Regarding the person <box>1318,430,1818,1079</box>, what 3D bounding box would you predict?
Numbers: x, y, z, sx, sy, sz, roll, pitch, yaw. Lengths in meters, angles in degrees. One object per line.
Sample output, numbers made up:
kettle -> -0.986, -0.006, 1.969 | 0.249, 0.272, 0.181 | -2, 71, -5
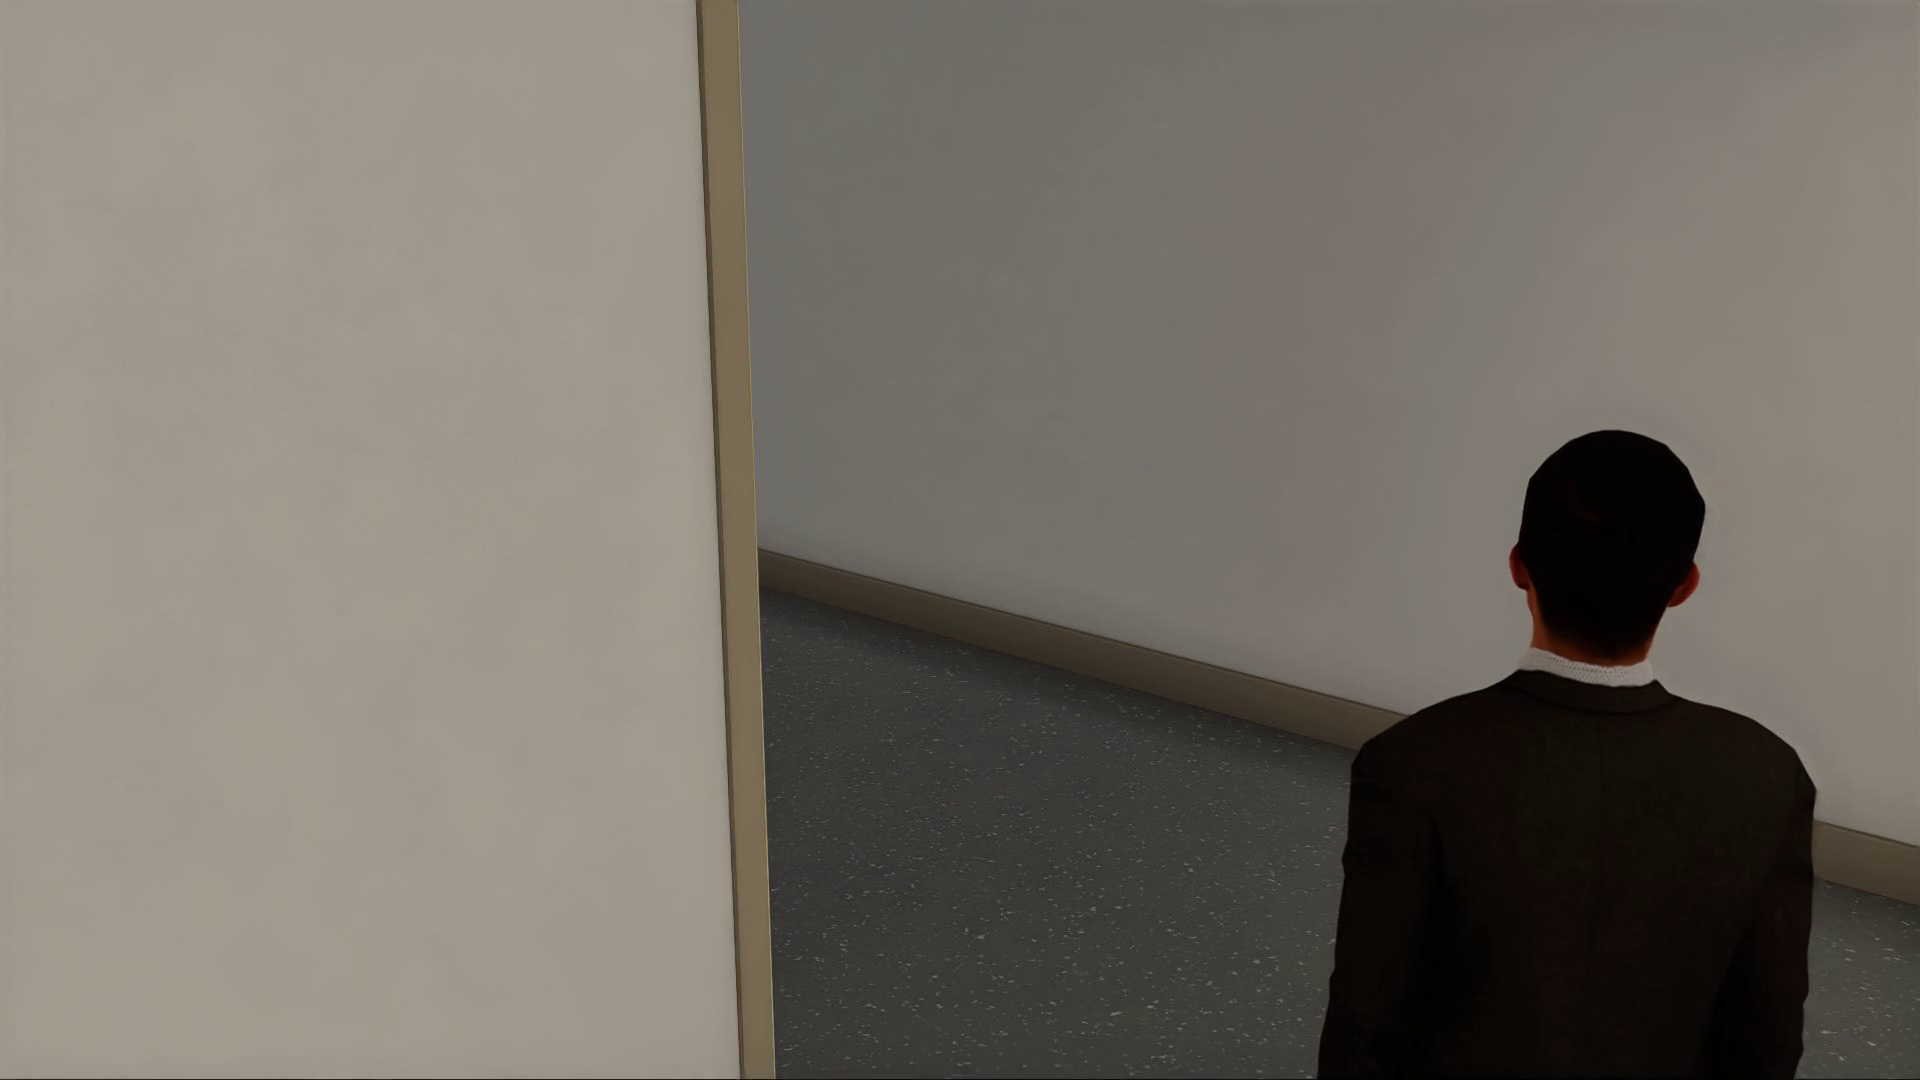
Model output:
person -> 0.680, 0.756, 1.963 | 0.755, 1.804, 0.758 | 1, 16, 5
